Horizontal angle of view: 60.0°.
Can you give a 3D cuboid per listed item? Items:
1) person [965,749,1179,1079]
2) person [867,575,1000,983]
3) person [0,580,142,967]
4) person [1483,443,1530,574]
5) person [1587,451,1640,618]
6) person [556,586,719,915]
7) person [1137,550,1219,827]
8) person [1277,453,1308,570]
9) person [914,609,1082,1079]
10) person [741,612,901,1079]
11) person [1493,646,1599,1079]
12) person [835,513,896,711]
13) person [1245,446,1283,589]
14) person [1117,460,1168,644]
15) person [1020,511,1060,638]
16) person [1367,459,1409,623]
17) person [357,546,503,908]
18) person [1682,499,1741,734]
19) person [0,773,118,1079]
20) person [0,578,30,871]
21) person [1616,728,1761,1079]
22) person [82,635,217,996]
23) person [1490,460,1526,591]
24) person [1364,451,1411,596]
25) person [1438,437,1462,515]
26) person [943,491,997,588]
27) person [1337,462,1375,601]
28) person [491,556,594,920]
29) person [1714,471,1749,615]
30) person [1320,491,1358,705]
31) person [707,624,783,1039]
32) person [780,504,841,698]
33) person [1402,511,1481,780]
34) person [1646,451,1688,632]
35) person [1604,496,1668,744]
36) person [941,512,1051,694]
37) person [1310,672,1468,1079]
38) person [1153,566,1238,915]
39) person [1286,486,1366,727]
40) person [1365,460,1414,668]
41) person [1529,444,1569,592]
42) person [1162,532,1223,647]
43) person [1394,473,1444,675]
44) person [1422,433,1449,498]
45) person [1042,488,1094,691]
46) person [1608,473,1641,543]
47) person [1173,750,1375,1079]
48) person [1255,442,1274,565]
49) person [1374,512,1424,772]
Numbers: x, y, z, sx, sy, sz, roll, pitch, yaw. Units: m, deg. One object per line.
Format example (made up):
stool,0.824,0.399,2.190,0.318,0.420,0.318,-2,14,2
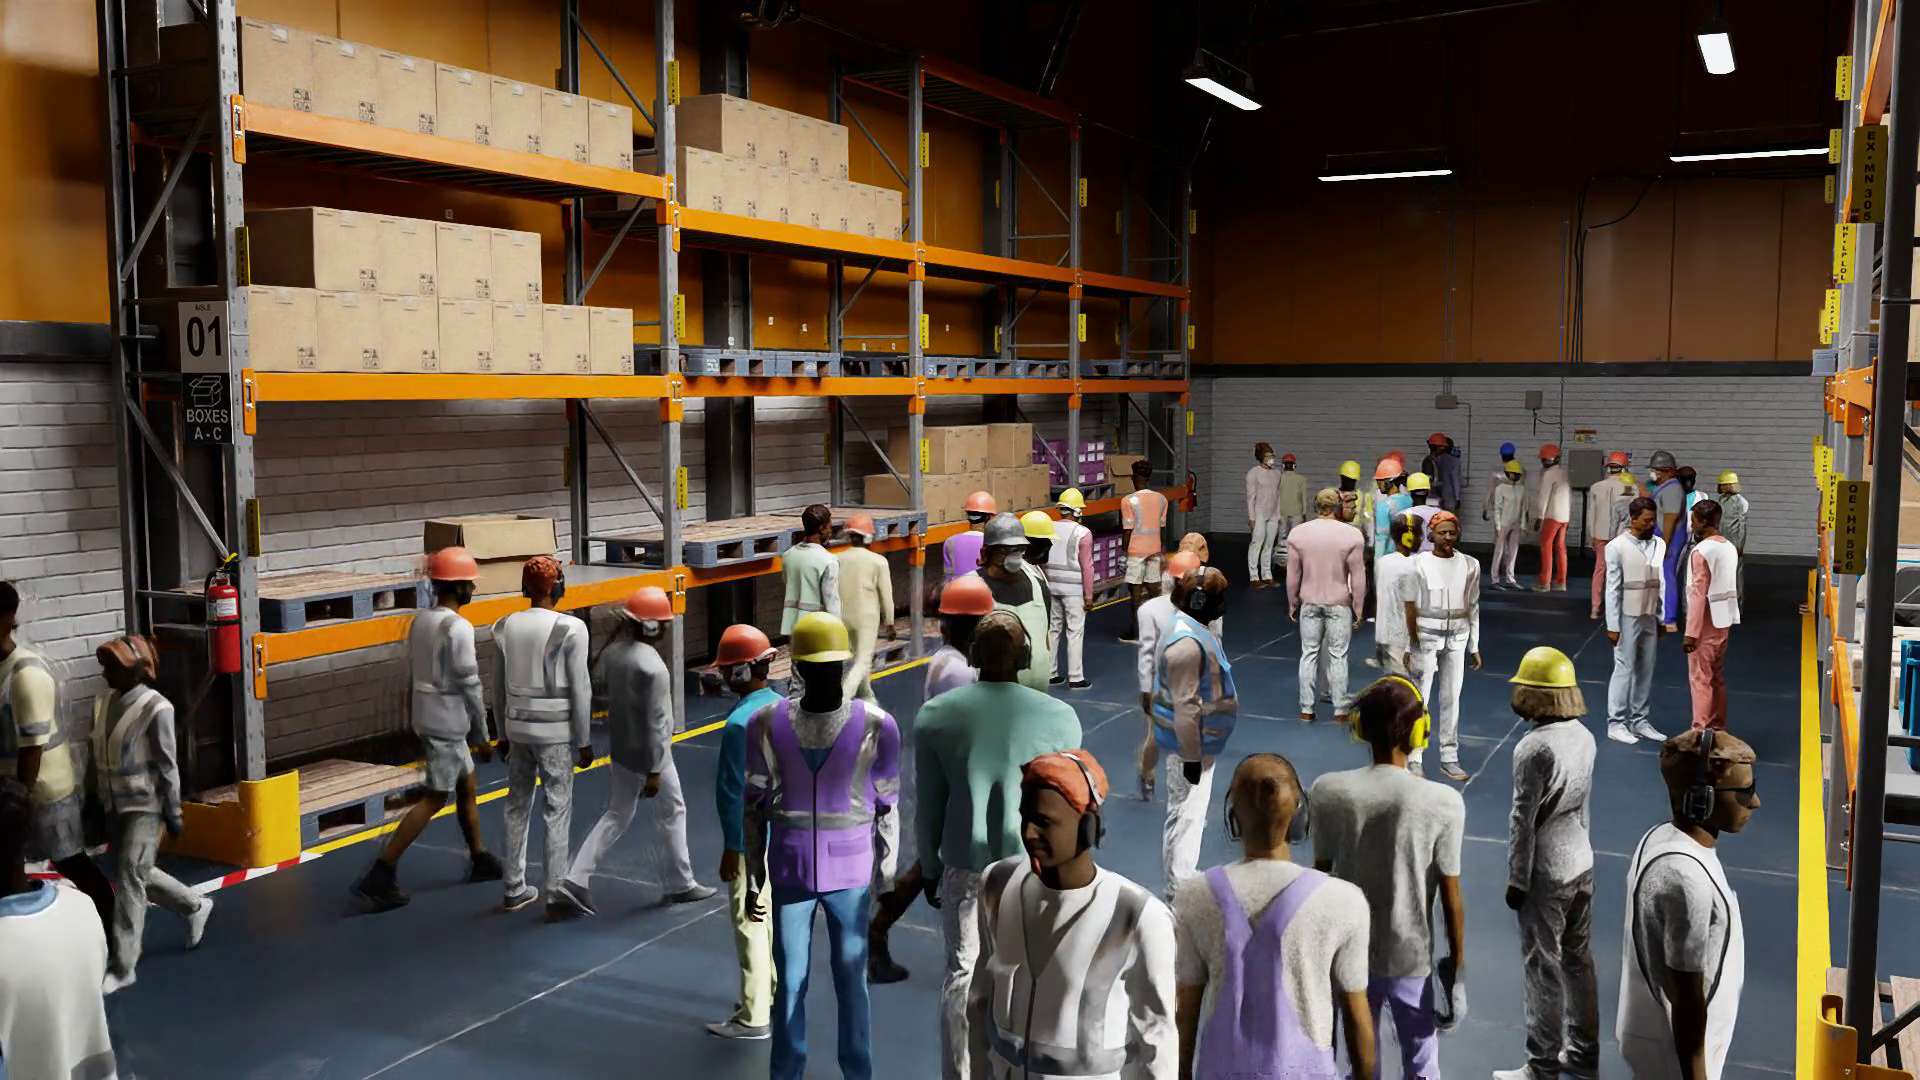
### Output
person,0.251,1.438,4.051,0.574,1.883,0.361,4,7,38
person,-0.051,1.102,7.653,0.998,1.894,0.547,0,5,2
person,-4.254,1.106,7.528,0.630,1.901,1.005,4,7,38
person,7.961,-0.460,24.356,0.639,1.896,0.965,0,5,-3
person,7.679,-0.048,19.513,0.410,1.986,0.619,-5,7,-44
person,-1.695,1.090,8.656,0.822,1.721,0.567,-5,7,-41
person,1.368,0.905,10.619,0.554,1.725,0.758,-1,5,-7
person,4.882,-0.416,24.738,0.564,1.739,0.352,0,5,4
person,0.141,1.220,6.160,0.629,1.931,0.378,1,5,11
person,-0.515,1.220,6.133,0.591,1.930,0.353,0,5,3
person,2.303,1.282,6.529,0.485,1.734,0.352,-4,7,-38
person,-0.835,0.635,13.567,0.564,1.724,0.846,3,6,31
person,4.137,-0.312,22.575,0.631,1.939,0.370,-4,7,-38
person,1.937,0.123,17.747,0.607,1.966,0.367,-4,7,-35
person,0.474,0.763,11.140,0.388,1.919,0.588,1,5,14
person,4.935,0.011,19.280,0.399,1.907,0.644,4,7,38
person,-2.818,0.983,8.904,0.957,1.902,0.559,-5,7,-42
person,5.593,0.650,12.423,0.409,1.907,0.598,5,7,44
person,-2.149,1.456,3.772,0.489,1.898,0.610,0,5,-1
person,-5.199,1.074,8.895,0.524,1.743,0.414,0,5,1
person,1.948,1.415,4.489,0.325,1.843,0.517,2,6,16
person,-3.778,1.228,7.708,0.518,1.609,0.707,3,6,31
person,7.377,-0.192,22.278,0.527,1.761,0.348,-3,6,-26
person,5.471,-0.194,21.356,0.645,1.944,0.999,-1,6,-16
person,7.717,-0.678,26.541,0.356,1.931,0.638,-4,7,-39
person,0.135,0.580,13.073,0.550,1.925,0.393,3,6,25
person,4.376,0.057,18.844,0.599,1.899,0.648,0,5,-2
person,-2.185,1.018,8.676,0.591,1.872,0.373,2,6,24
person,9.189,0.036,19.925,0.325,1.737,0.486,-2,6,-23
person,3.257,0.494,14.410,0.375,1.841,0.575,2,6,19
person,-0.897,1.226,7.091,0.349,1.740,0.575,1,5,13
person,-1.061,0.701,11.819,0.393,1.913,0.589,-5,7,-42
person,3.343,0.737,11.590,0.572,1.883,0.356,0,5,-5
person,7.875,0.001,18.671,0.535,2.000,0.687,2,6,17
person,5.201,0.610,12.838,0.603,1.906,0.399,-3,6,-28
person,0.267,0.861,9.417,0.682,2.000,0.537,-3,6,-29
person,1.323,1.347,5.229,0.511,1.856,0.563,3,6,30
person,1.209,1.046,8.547,0.429,1.836,0.632,1,5,13
person,2.957,0.536,13.450,0.635,1.937,0.352,2,6,25
person,4.187,0.237,16.186,0.606,2.035,0.403,-5,7,-43
person,7.876,-0.290,22.142,0.447,1.987,0.681,4,7,38
person,1.773,0.757,12.702,0.500,1.633,0.280,3,6,32
person,4.363,0.322,15.832,0.591,1.923,0.382,-2,6,-17
person,7.246,-0.620,25.405,0.407,2.034,0.611,3,6,30
person,0.982,0.446,15.063,0.591,1.823,0.404,5,7,44
person,7.770,0.085,19.404,0.487,1.738,0.321,-1,5,-11
person,0.770,1.456,4.247,0.518,1.818,0.856,3,6,27
person,4.661,-0.558,25.513,0.337,1.882,0.584,2,6,22
person,3.101,0.736,11.699,0.342,1.867,0.533,-1,5,-8
